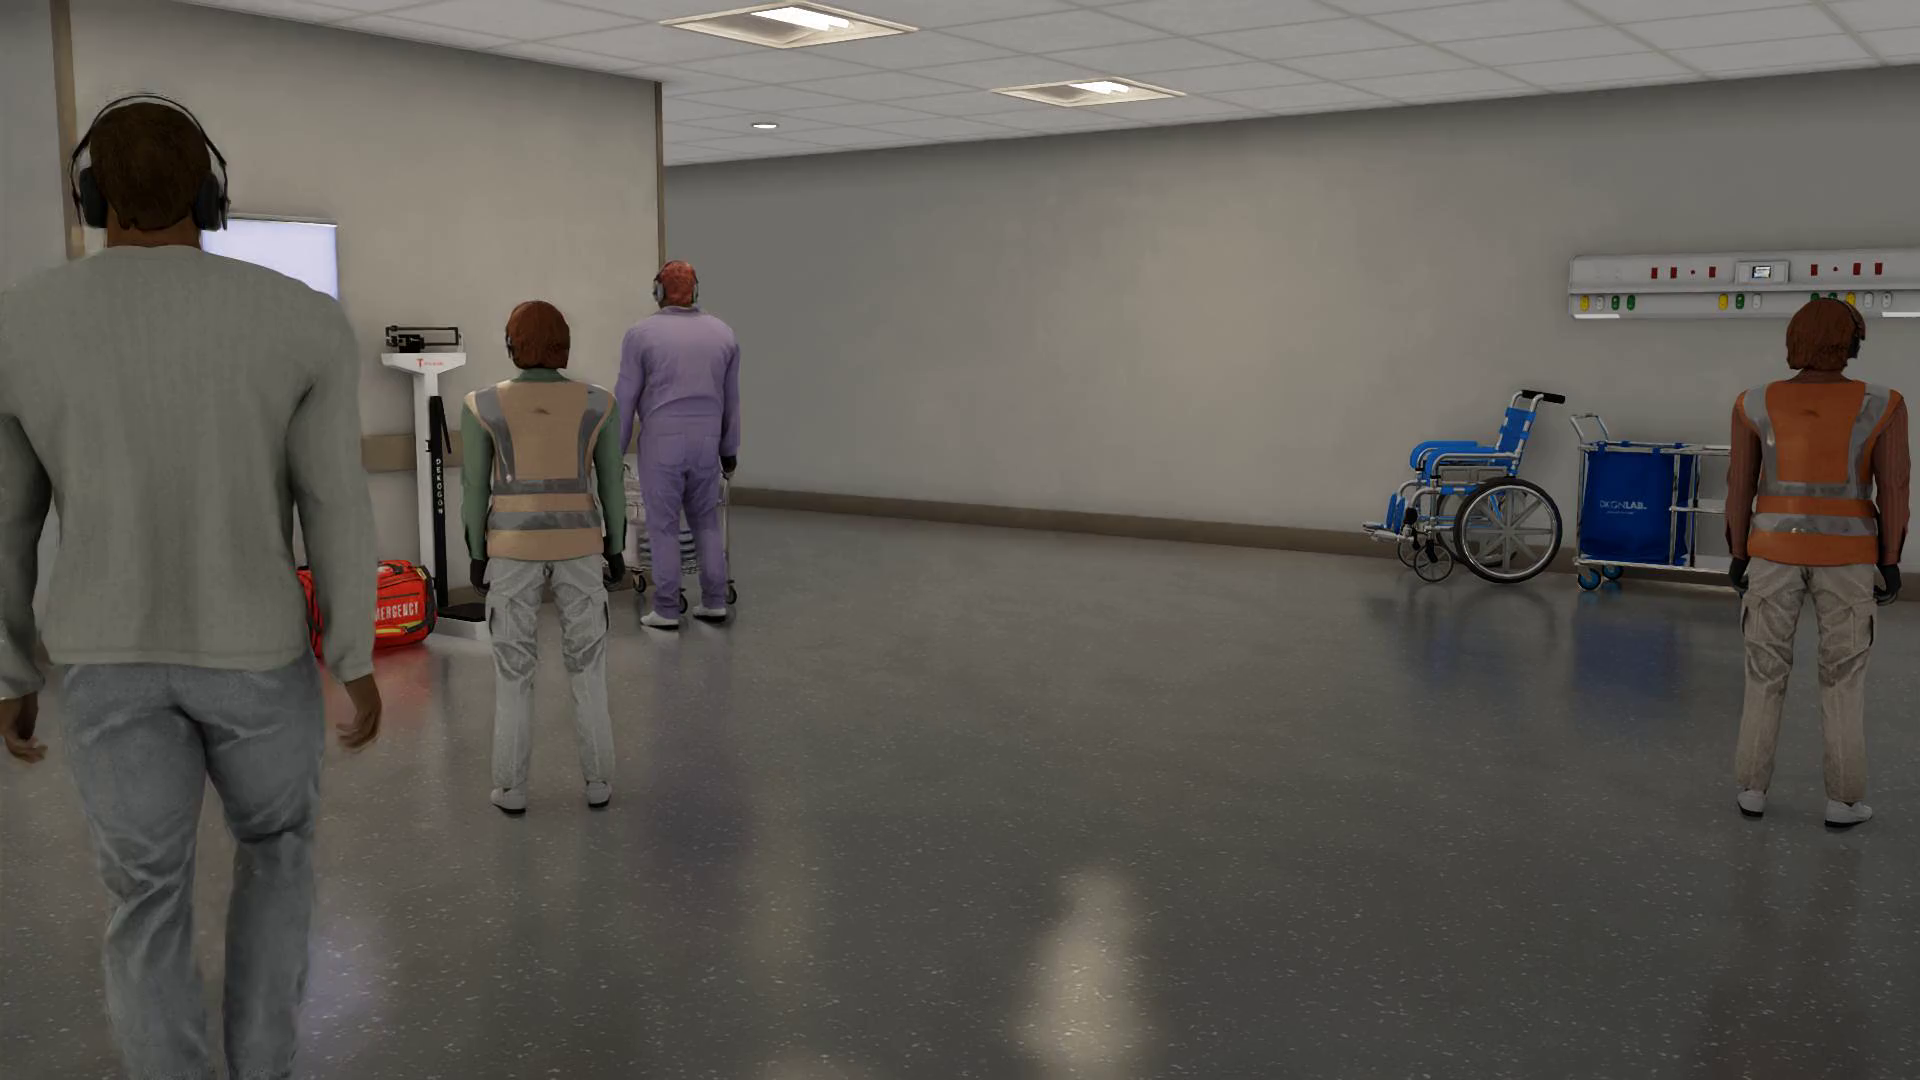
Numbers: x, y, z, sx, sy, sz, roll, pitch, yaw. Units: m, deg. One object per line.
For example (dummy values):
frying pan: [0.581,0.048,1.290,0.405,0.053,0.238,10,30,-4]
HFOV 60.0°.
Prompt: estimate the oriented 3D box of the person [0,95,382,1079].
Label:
person: [-1.361,0.210,2.913,0.659,1.924,0.472,-3,8,-20]

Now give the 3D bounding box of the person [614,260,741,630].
person: [-1.469,-0.478,8.571,0.668,1.901,0.461,-6,9,-38]

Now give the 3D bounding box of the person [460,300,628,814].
person: [-1.320,0.058,5.319,0.518,1.632,0.311,-2,7,-19]

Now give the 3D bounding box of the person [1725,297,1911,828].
person: [2.647,0.072,5.170,0.514,1.641,0.307,5,9,34]
